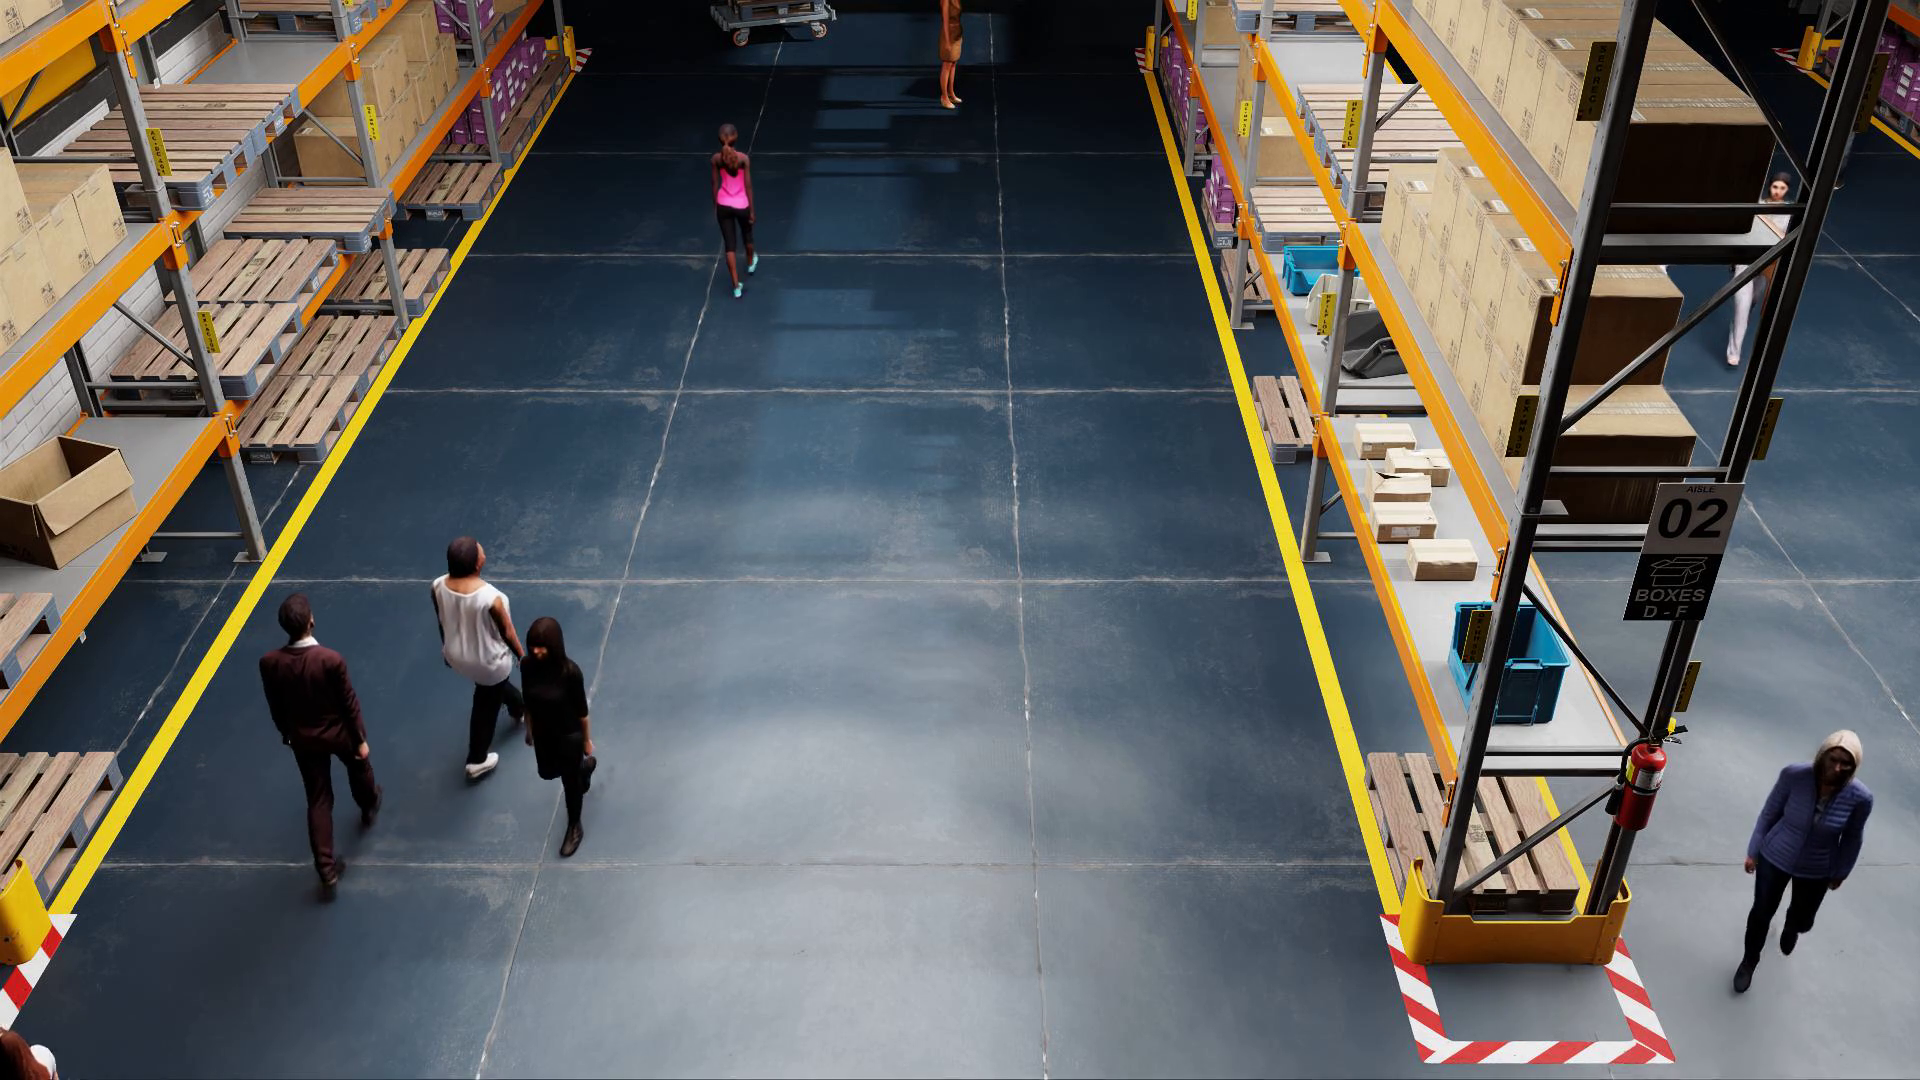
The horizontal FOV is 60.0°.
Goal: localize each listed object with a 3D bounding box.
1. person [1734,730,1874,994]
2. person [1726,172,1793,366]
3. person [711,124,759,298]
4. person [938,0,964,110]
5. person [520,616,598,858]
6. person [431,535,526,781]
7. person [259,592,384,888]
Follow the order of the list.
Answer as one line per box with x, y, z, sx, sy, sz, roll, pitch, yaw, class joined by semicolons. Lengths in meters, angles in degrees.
4.525;1.672;8.965;0.889;1.733;0.979;20;38;27;person
7.343;-2.545;15.315;0.861;1.727;1.202;11;35;17;person
-2.236;-3.205;16.340;0.593;1.691;0.988;1;34;1;person
-0.120;-6.343;21.063;0.695;1.690;0.567;13;36;19;person
-2.363;1.089;9.933;0.724;1.634;0.915;10;35;14;person
-3.036;0.758;10.423;0.973;1.642;1.190;15;37;22;person
-3.703;1.176;9.623;0.752;1.832;1.181;-2;34;-3;person
